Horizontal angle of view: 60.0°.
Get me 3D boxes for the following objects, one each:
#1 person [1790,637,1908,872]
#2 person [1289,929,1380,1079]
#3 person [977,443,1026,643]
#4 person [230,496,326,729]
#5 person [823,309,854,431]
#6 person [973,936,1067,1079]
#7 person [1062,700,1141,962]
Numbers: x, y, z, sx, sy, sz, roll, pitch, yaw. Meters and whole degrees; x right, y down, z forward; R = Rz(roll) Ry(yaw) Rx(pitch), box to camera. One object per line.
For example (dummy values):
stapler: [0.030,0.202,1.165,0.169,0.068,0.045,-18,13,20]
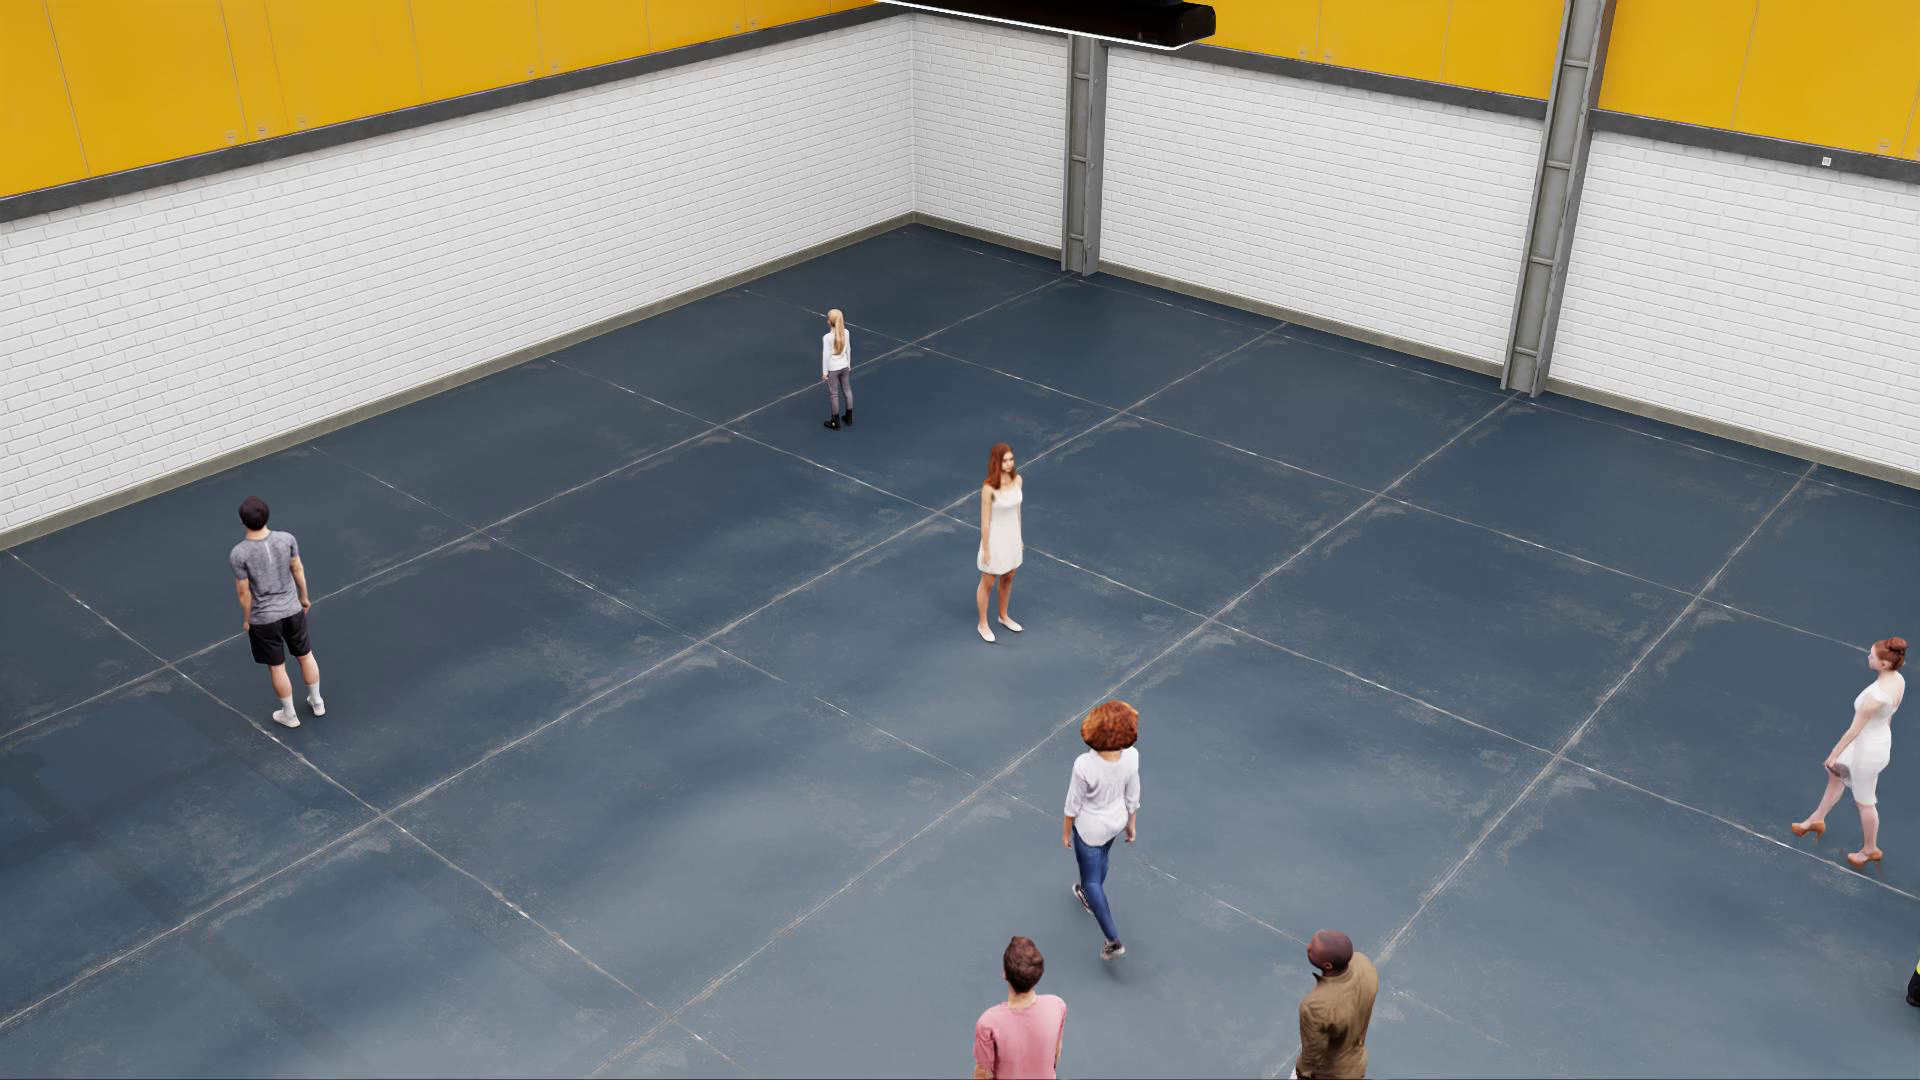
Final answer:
person: [5.914,1.432,10.661,0.640,1.770,0.823,-24,36,-36]
person: [1.921,2.691,8.328,0.838,1.793,1.159,-21,35,-33]
person: [0.329,-0.006,13.358,0.610,1.710,0.596,-19,34,-31]
person: [-5.018,0.526,12.215,0.678,1.871,0.583,-25,37,-37]
person: [-1.253,-1.756,17.017,0.527,1.279,0.540,-20,35,-33]
person: [0.315,2.801,7.978,0.910,1.935,1.020,-10,30,-17]
person: [0.884,1.774,10.121,0.945,1.686,1.167,-12,31,-20]
